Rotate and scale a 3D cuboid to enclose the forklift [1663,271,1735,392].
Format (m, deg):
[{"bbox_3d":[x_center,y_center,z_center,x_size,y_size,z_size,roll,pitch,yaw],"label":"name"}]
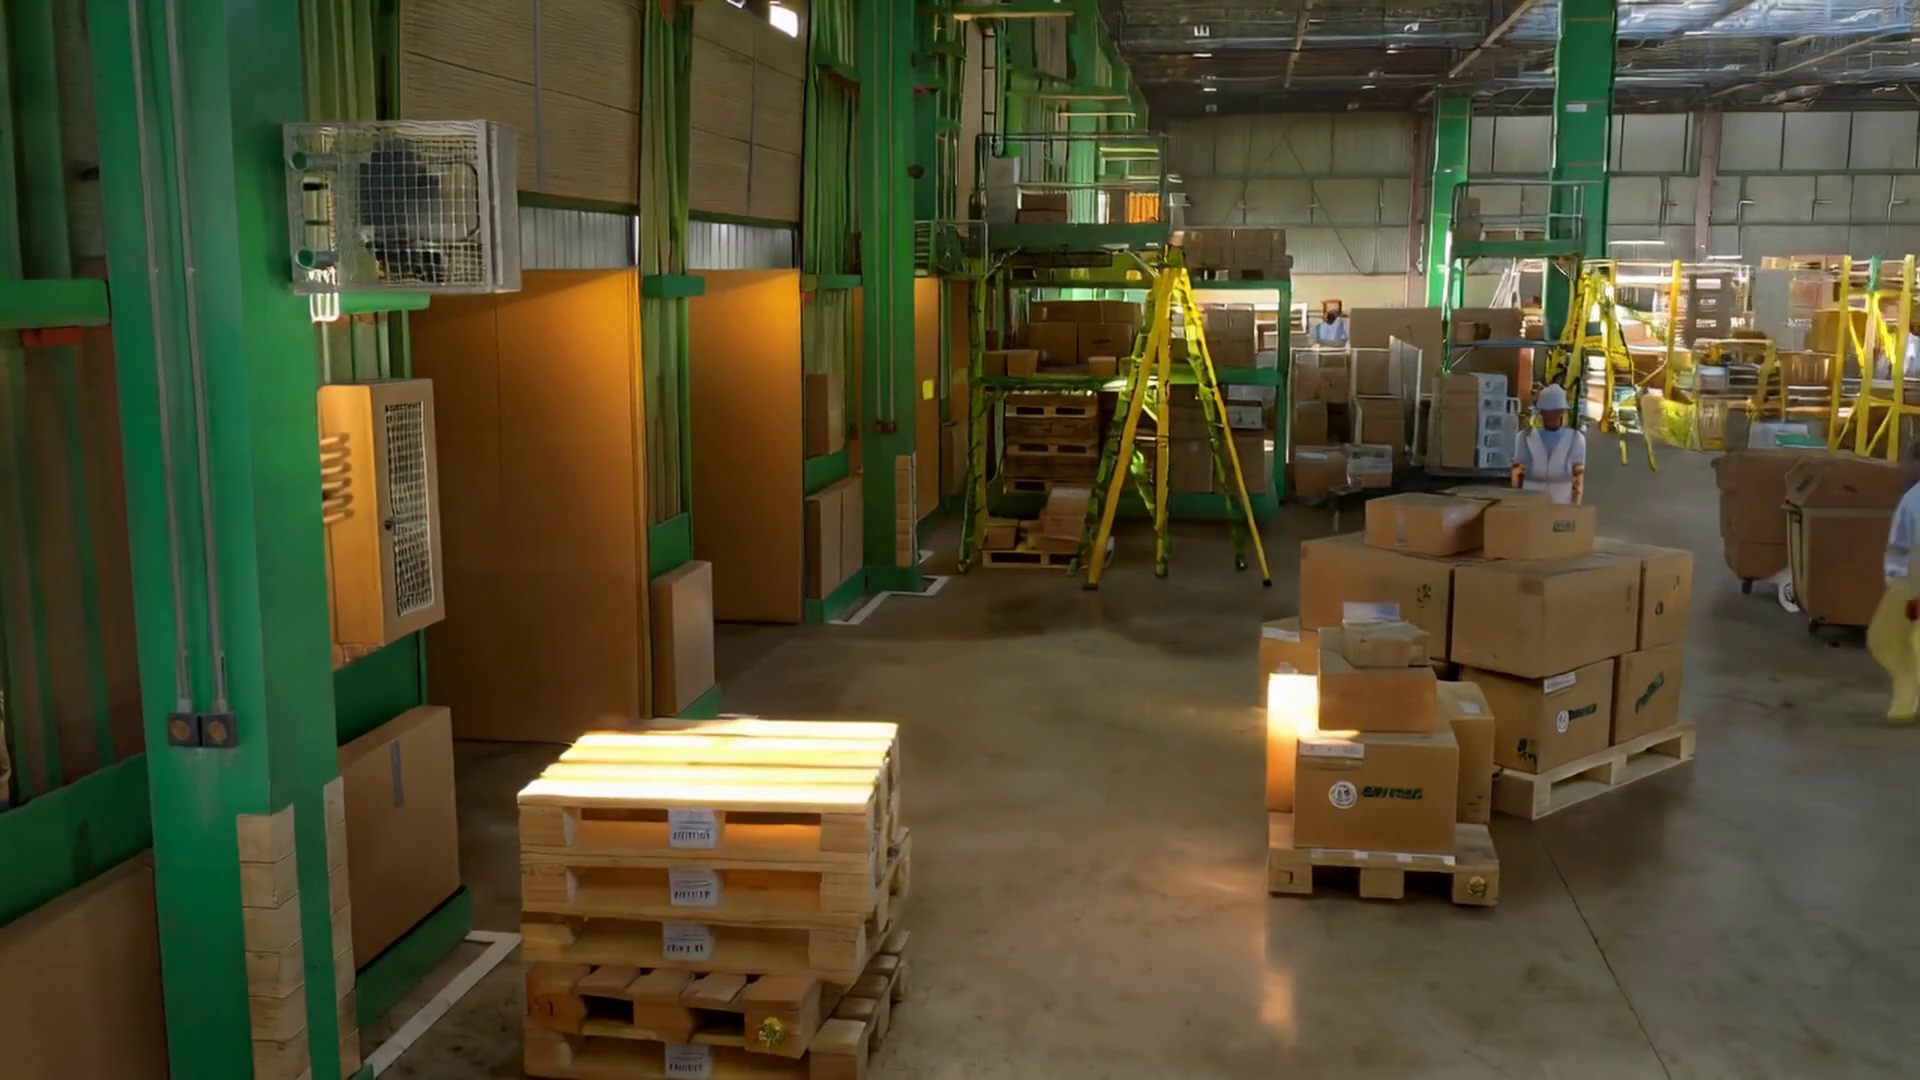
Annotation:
[{"bbox_3d":[17.136,-4.766,38.159,1.873,2.768,1.129,-8,12,-41],"label":"forklift"}]

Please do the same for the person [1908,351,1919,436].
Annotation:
[{"bbox_3d":[15.498,-2.340,26.735,0.335,1.735,0.484,5,10,28],"label":"person"}]

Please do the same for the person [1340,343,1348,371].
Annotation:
[{"bbox_3d":[11.231,-5.656,47.430,0.602,1.646,0.568,4,10,22],"label":"person"}]

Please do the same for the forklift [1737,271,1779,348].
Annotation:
[{"bbox_3d":[23.139,-6.357,47.974,1.873,2.768,1.129,0,9,3],"label":"forklift"}]

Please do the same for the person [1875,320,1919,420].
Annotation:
[{"bbox_3d":[18.034,-3.289,32.091,0.630,1.892,0.958,-1,9,-5],"label":"person"}]

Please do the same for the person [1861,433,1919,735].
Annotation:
[{"bbox_3d":[5.827,0.272,10.199,0.421,1.866,0.579,7,12,38],"label":"person"}]

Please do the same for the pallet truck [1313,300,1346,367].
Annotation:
[{"bbox_3d":[11.159,-6.200,49.718,0.823,1.965,1.885,4,10,26],"label":"pallet truck"}]

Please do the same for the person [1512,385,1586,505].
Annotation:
[{"bbox_3d":[4.725,-0.283,13.408,0.551,1.937,0.357,4,10,22],"label":"person"}]
